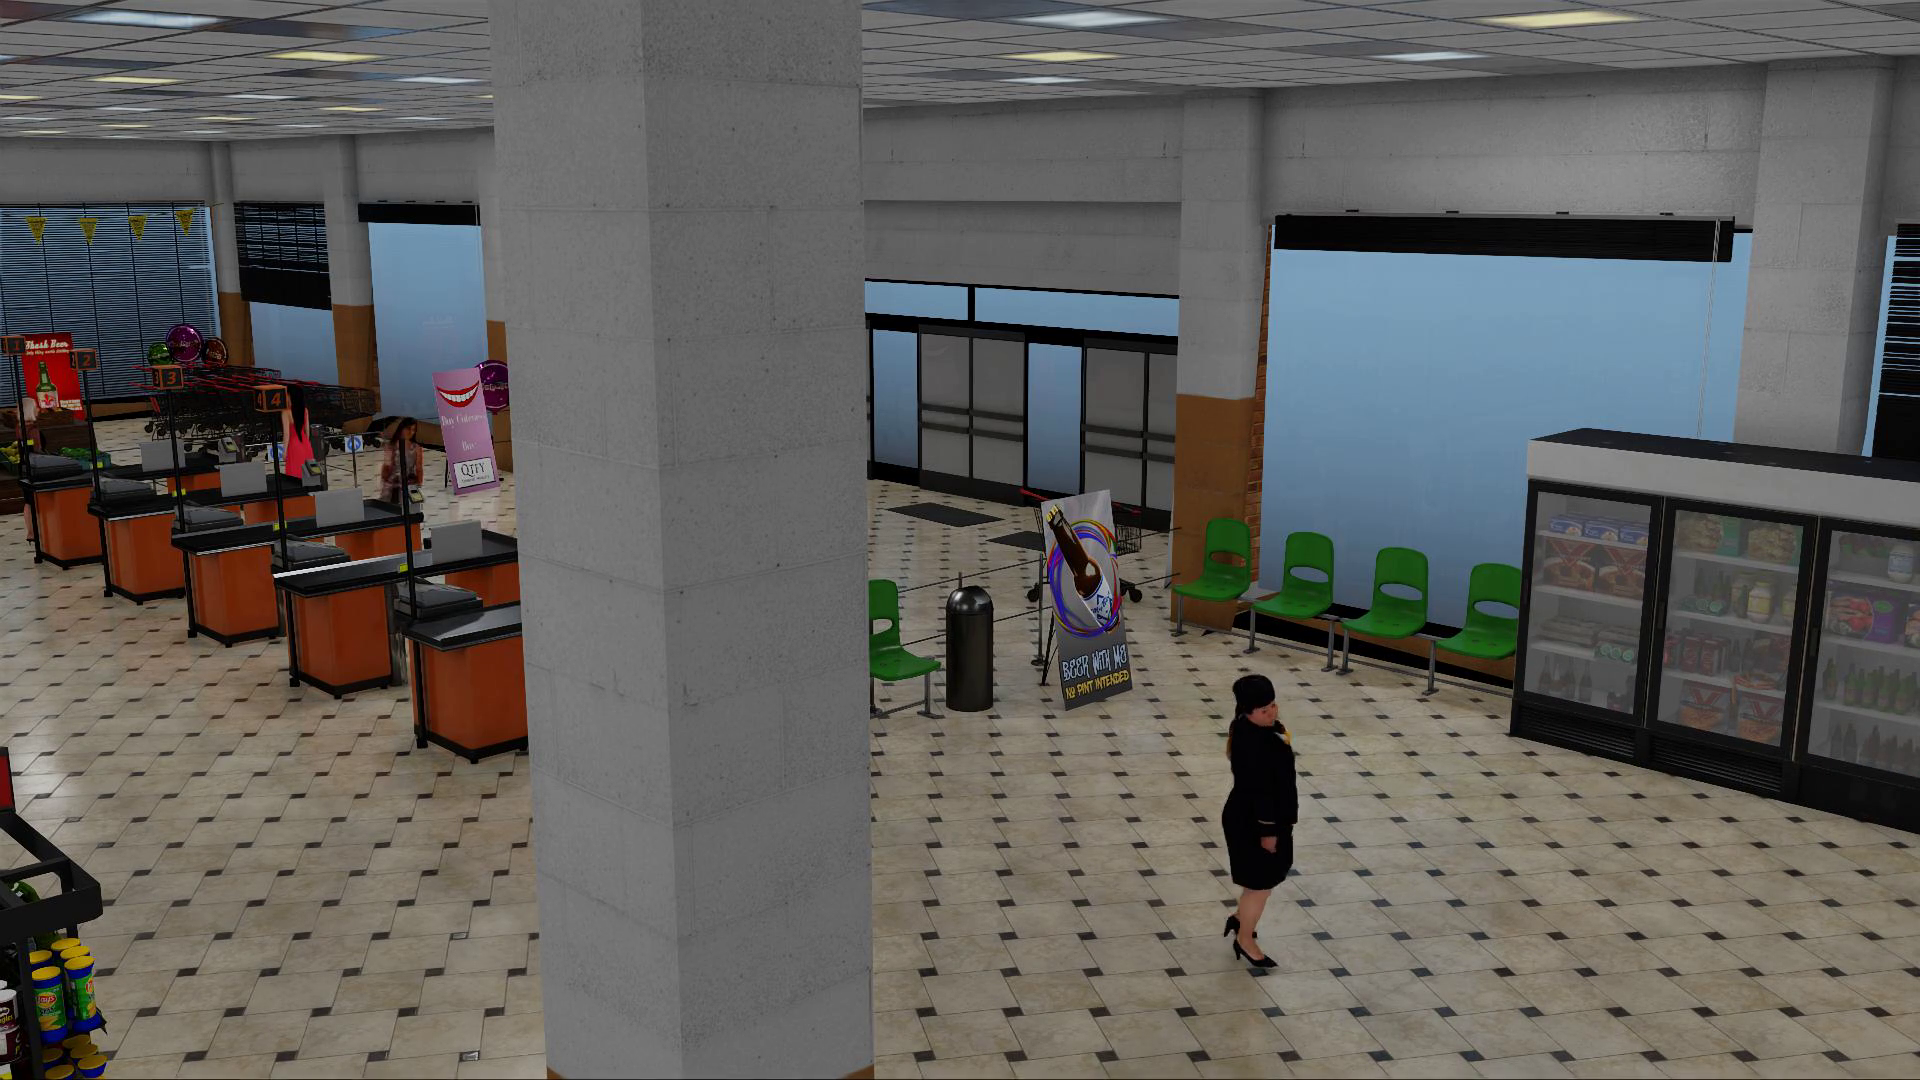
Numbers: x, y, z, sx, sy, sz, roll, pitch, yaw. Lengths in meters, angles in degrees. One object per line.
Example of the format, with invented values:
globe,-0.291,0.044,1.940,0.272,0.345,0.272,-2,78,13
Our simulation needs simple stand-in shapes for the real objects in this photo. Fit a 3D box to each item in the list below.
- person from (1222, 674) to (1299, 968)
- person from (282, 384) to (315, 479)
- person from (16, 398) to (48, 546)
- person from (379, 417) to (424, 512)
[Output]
person,1.586,1.493,8.849,0.914,1.653,0.784,0,12,2
person,-8.406,-1.129,21.124,0.752,1.727,0.629,5,13,23
person,-10.871,-0.795,19.496,0.632,1.744,0.556,8,15,35
person,-6.309,-0.562,18.716,0.830,1.610,0.879,3,12,12
